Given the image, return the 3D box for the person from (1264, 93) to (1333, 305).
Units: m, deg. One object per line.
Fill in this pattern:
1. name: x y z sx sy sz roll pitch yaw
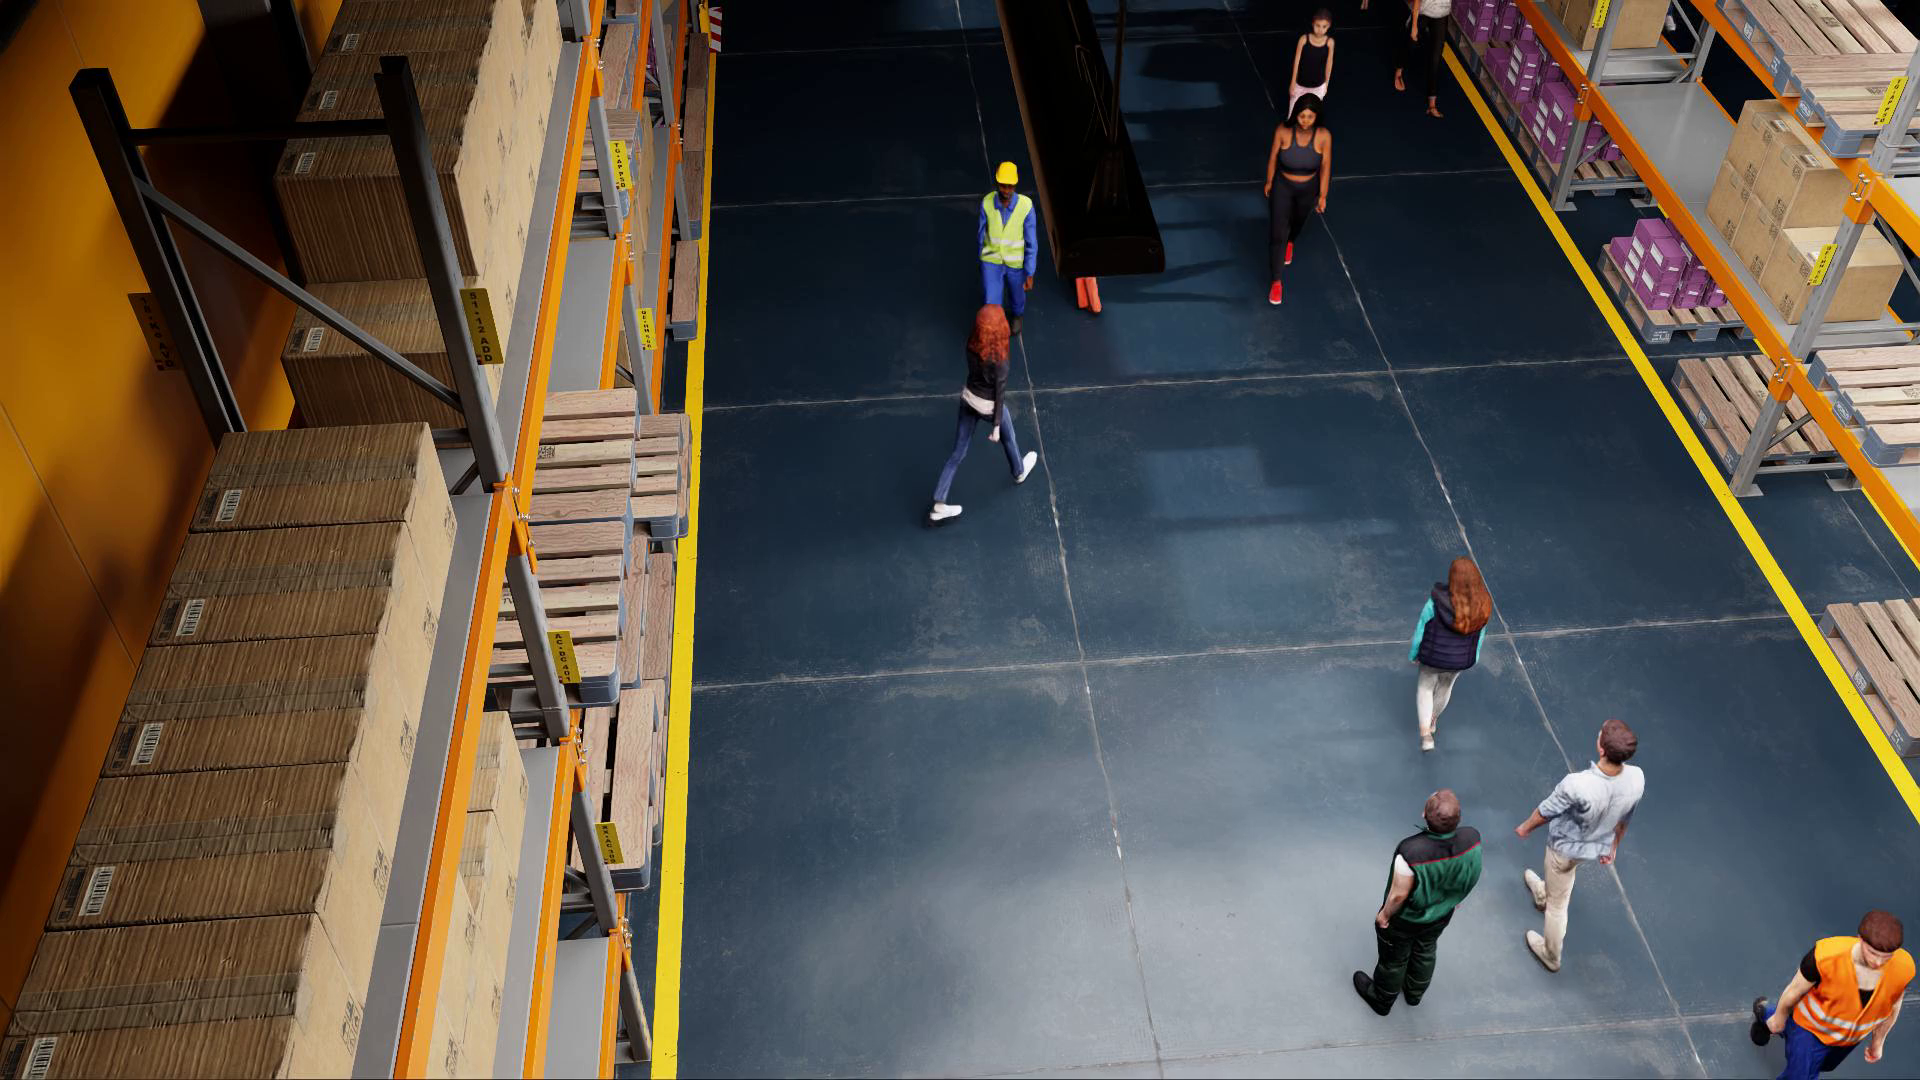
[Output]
1. person: 2.870 -3.016 14.198 0.866 1.766 1.260 6 44 6

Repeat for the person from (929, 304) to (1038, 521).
1. person: 0.103 -0.866 11.971 1.166 1.724 1.230 -30 51 -28

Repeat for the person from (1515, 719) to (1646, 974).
1. person: 3.440 1.751 9.153 0.753 1.822 0.943 -12 45 -12

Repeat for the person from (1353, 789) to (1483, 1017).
1. person: 2.462 1.948 8.932 0.683 1.841 0.640 -13 45 -13

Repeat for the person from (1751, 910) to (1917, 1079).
1. person: 4.392 2.379 8.470 0.778 1.856 1.103 2 44 2

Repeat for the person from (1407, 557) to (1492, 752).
1. person: 3.058 0.766 10.434 0.657 1.481 0.795 4 44 4

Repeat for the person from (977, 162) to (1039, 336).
1. person: 0.402 -2.280 13.414 0.887 1.781 1.270 7 44 7

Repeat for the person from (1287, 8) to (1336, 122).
1. person: 3.294 -4.312 15.712 0.622 1.554 0.797 6 44 7

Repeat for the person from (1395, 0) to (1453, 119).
1. person: 4.576 -5.162 16.445 0.721 1.773 1.237 -8 44 -8
